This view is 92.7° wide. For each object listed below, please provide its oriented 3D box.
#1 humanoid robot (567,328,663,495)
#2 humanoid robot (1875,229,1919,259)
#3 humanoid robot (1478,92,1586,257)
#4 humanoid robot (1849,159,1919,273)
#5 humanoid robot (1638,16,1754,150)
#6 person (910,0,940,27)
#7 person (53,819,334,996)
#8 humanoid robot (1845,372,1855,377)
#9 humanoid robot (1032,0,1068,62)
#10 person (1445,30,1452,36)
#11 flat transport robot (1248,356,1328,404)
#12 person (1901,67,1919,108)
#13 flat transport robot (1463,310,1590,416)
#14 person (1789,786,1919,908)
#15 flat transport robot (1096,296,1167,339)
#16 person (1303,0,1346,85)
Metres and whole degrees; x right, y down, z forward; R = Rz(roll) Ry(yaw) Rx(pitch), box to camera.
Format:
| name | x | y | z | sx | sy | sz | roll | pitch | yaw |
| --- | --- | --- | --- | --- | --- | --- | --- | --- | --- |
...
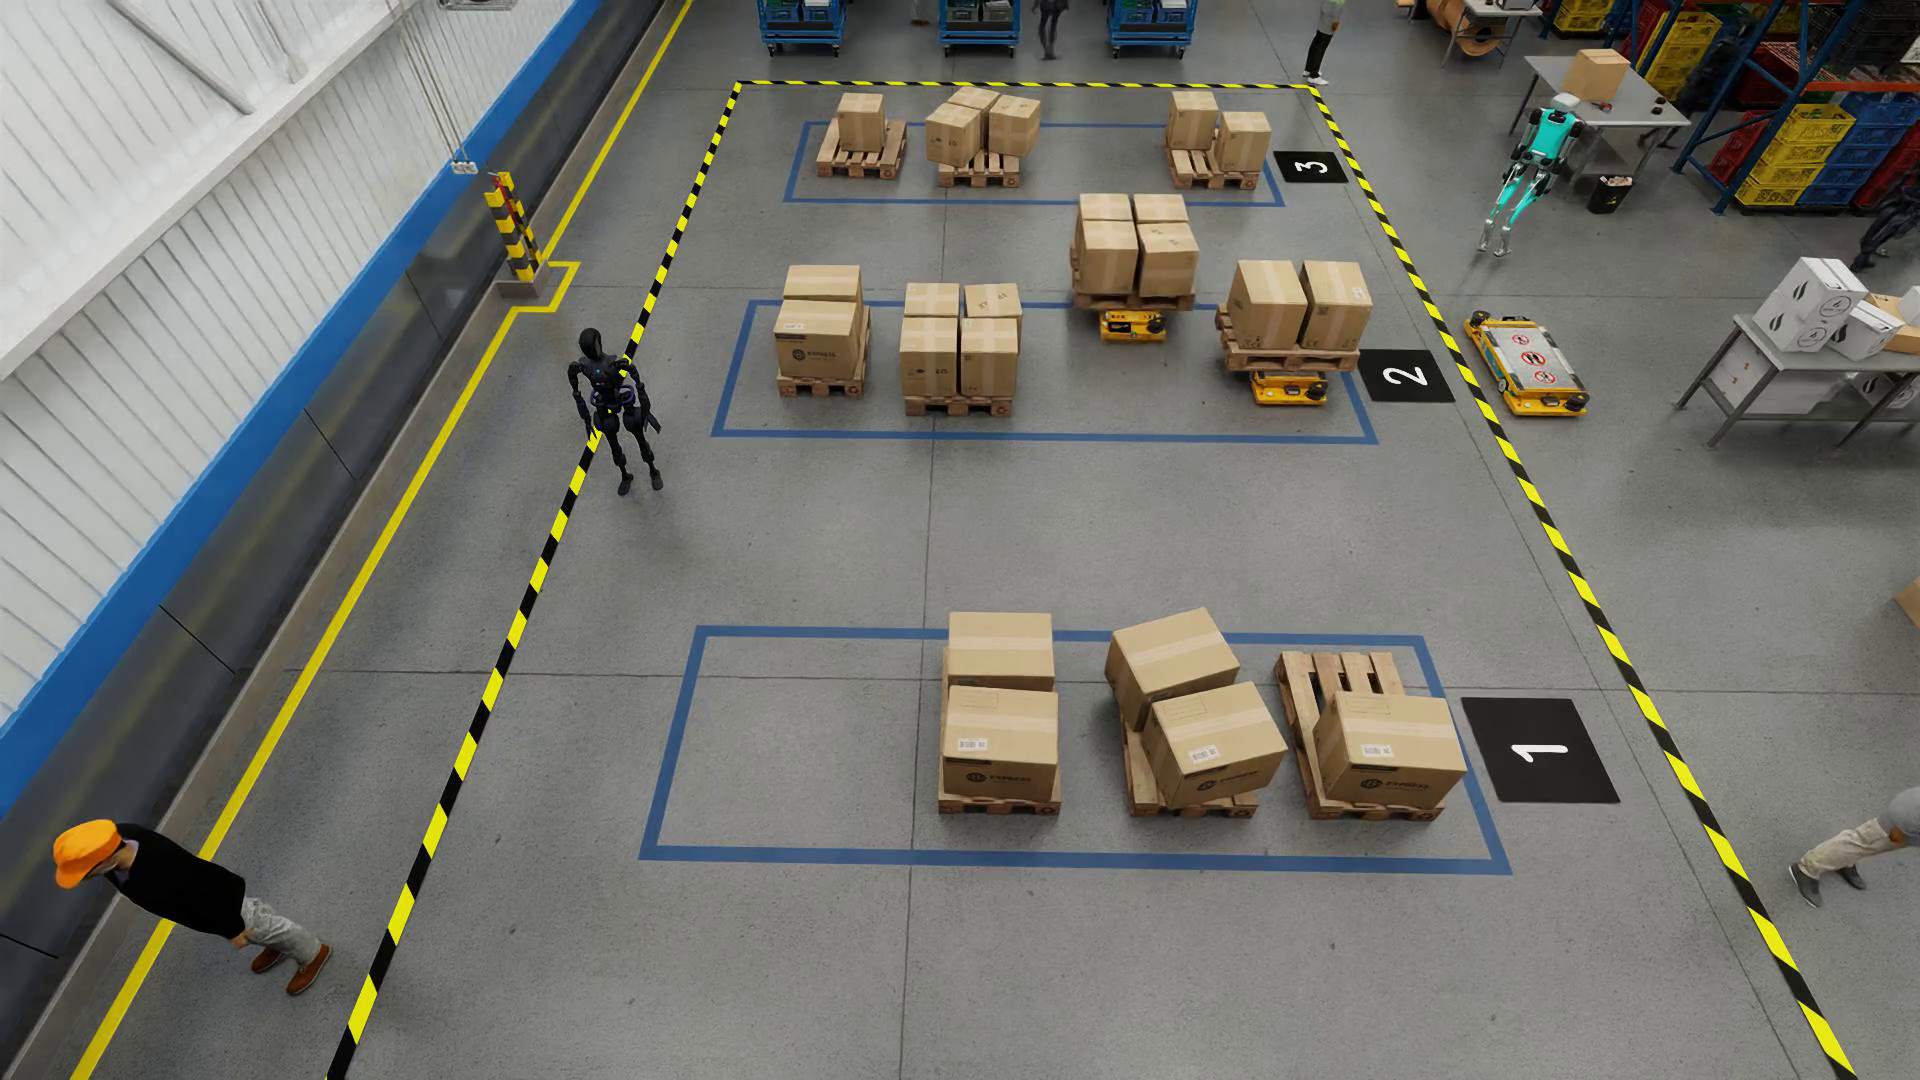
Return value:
| name | x | y | z | sx | sy | sz | roll | pitch | yaw |
| --- | --- | --- | --- | --- | --- | --- | --- | --- | --- |
| humanoid robot | -2.786 | -1.030 | 7.483 | 0.599 | 1.657 | 0.315 | -7 | 50 | -6 |
| humanoid robot | 10.659 | -3.728 | 9.849 | 0.547 | 1.892 | 0.707 | -29 | 55 | -22 |
| humanoid robot | 5.983 | -3.807 | 9.769 | 0.735 | 1.677 | 0.533 | -35 | 58 | -27 |
| humanoid robot | 9.911 | -3.482 | 9.624 | 0.582 | 1.646 | 0.589 | 1 | 49 | 1 |
| humanoid robot | 9.315 | -5.765 | 11.597 | 0.611 | 1.644 | 0.475 | -20 | 52 | -16 |
| person | -0.402 | -9.059 | 14.306 | 0.910 | 1.888 | 0.662 | -8 | 50 | -7 |
| person | -3.962 | 1.923 | 4.805 | 0.584 | 1.879 | 0.380 | 22 | 53 | 18 |
| humanoid robot | 8.940 | -2.033 | 8.356 | 0.586 | 1.817 | 0.867 | 13 | 50 | 11 |
| humanoid robot | 1.375 | -7.960 | 13.520 | 0.620 | 1.641 | 0.522 | -18 | 51 | -15 |
| person | 7.976 | -8.867 | 14.097 | 0.410 | 1.949 | 0.621 | 15 | 51 | 13 |
| flat transport robot | 3.175 | -1.891 | 9.152 | 0.652 | 0.197 | 1.431 | 1 | 49 | 1 |
| person | 12.374 | -5.830 | 11.560 | 0.703 | 1.808 | 0.640 | 19 | 52 | 16 |
| flat transport robot | 5.573 | -1.757 | 9.054 | 0.659 | 0.231 | 1.431 | 1 | 49 | 1 |
| person | 5.506 | 1.569 | 5.185 | 0.564 | 1.763 | 0.403 | -11 | 50 | -10 |
| flat transport robot | 1.792 | -2.660 | 9.817 | 0.652 | 0.197 | 1.431 | 1 | 49 | 1 |
| person | 5.281 | -7.452 | 12.940 | 0.406 | 1.847 | 0.589 | 1 | 49 | 1 |
